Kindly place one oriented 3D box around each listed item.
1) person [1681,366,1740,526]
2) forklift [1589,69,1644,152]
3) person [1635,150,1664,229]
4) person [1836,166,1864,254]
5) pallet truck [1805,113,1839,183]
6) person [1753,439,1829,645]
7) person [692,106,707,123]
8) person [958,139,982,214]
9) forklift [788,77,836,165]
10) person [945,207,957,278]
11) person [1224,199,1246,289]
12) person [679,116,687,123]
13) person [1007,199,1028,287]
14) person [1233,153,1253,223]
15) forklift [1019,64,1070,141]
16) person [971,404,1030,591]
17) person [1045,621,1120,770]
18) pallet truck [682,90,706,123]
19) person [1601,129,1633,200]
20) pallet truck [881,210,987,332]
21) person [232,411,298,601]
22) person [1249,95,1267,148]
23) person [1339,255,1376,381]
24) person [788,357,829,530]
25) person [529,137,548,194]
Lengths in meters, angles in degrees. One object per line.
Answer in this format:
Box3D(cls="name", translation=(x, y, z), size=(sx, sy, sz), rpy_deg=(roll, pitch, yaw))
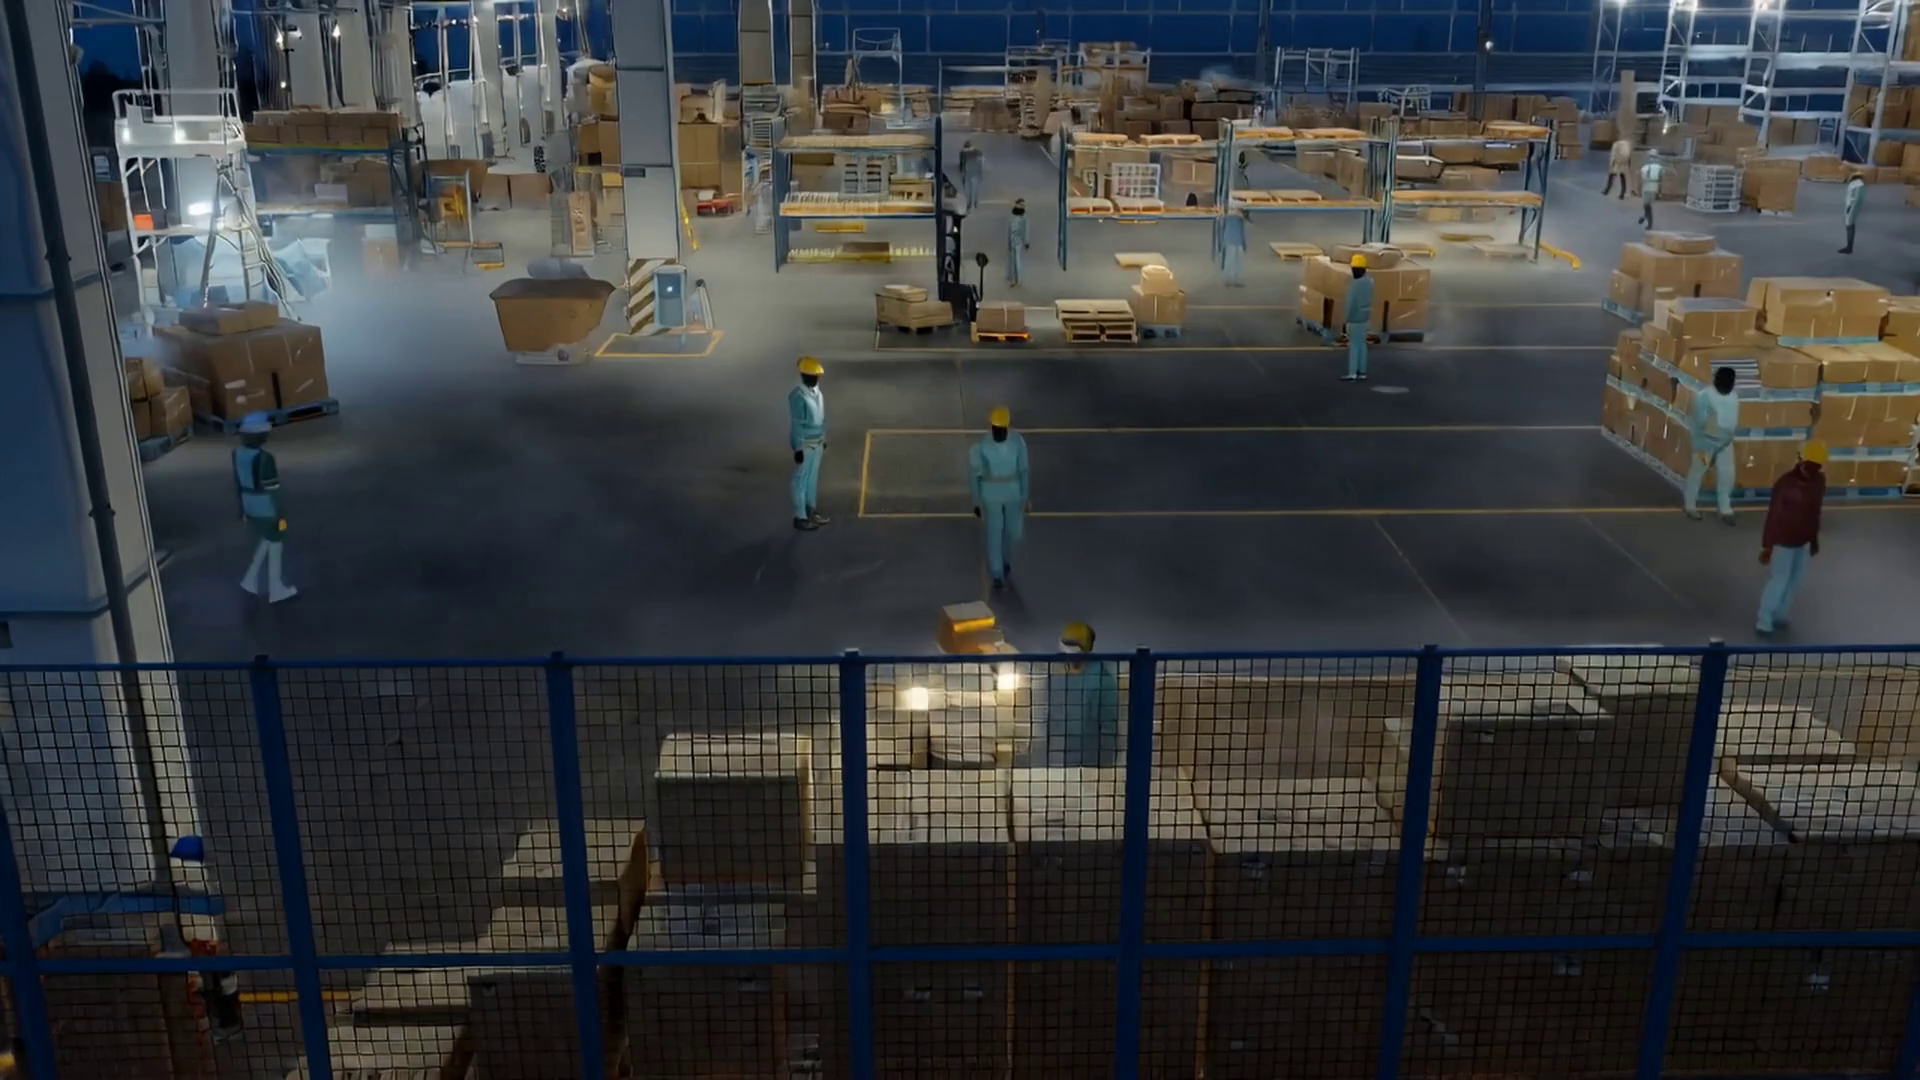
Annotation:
Box3D(cls="person", translation=(8.484, -1.028, 18.571), size=(0.630, 1.819, 0.761), rpy_deg=(-6, 20, -18))
Box3D(cls="forklift", translation=(23.763, -15.431, 59.648), size=(1.873, 2.768, 1.129), rpy_deg=(9, 21, 25))
Box3D(cls="person", translation=(17.105, -8.682, 41.165), size=(0.559, 1.896, 0.989), rpy_deg=(-3, 19, -7))
Box3D(cls="person", translation=(19.962, -7.395, 37.260), size=(0.376, 1.936, 0.549), rpy_deg=(15, 24, 37))
Box3D(cls="pallet truck", translation=(26.403, -11.957, 50.702), size=(0.823, 1.965, 1.885), rpy_deg=(6, 19, 16))
Box3D(cls="person", translation=(7.630, -0.011, 15.312), size=(0.733, 1.966, 0.566), rpy_deg=(-9, 21, -26))
Box3D(cls="person", translation=(-8.735, -13.521, 55.564), size=(0.599, 1.866, 0.762), rpy_deg=(7, 20, 21))
Box3D(cls="person", translation=(0.274, -9.639, 43.986), size=(0.631, 1.909, 0.978), rpy_deg=(0, 19, 1))
Box3D(cls="forklift", translation=(-5.106, -13.900, 55.106), size=(1.873, 2.768, 1.129), rpy_deg=(-1, 19, -1))
Box3D(cls="person", translation=(-0.104, -5.641, 32.444), size=(0.656, 1.671, 0.557), rpy_deg=(5, 19, 14))
Box3D(cls="person", translation=(5.467, -5.881, 33.046), size=(0.535, 1.761, 0.330), rpy_deg=(-12, 22, -33))
Box3D(cls="person", translation=(-8.407, -11.999, 50.929), size=(0.371, 1.934, 0.627), rpy_deg=(-5, 19, -14))
Box3D(cls="person", translation=(1.165, -5.944, 33.259), size=(0.487, 1.741, 0.313), rpy_deg=(-14, 23, -35))
Box3D(cls="person", translation=(7.044, -8.737, 41.440), size=(0.514, 1.822, 0.790), rpy_deg=(15, 24, 38))
Box3D(cls="forklift", translation=(3.235, -16.572, 63.033), size=(1.873, 2.768, 1.129), rpy_deg=(-1, 19, -2))
Box3D(cls="person", translation=(0.401, -0.459, 16.730), size=(0.607, 1.908, 0.488), rpy_deg=(-4, 19, -12))
Box3D(cls="person", translation=(0.780, 1.445, 11.036), size=(0.373, 1.940, 0.628), rpy_deg=(-14, 23, -35))
Box3D(cls="pallet truck", translation=(-9.671, -15.907, 62.421), size=(0.823, 1.965, 1.885), rpy_deg=(5, 19, 15))
Box3D(cls="person", translation=(18.477, -10.536, 46.633), size=(0.632, 1.897, 1.041), rpy_deg=(-3, 19, -9))
Box3D(cls="pallet truck", translation=(-0.493, -4.759, 29.349), size=(1.885, 1.965, 0.823), rpy_deg=(-13, 23, -34))
Box3D(cls="person", translation=(-6.822, -0.311, 16.265), size=(0.570, 1.919, 0.461), rpy_deg=(12, 22, 32))
Box3D(cls="person", translation=(10.932, -15.306, 60.810), size=(0.608, 1.887, 0.674), rpy_deg=(9, 21, 25))
Box3D(cls="person", translation=(6.057, -3.387, 25.387), size=(0.589, 1.928, 0.385), rpy_deg=(-13, 22, -33))
Box3D(cls="person", translation=(-1.677, -1.094, 18.552), size=(0.406, 1.945, 0.613), rpy_deg=(8, 20, 21))
Box3D(cls="person", translation=(-12.118, -10.760, 47.782), size=(0.523, 1.585, 0.879), rpy_deg=(-4, 19, -11))
